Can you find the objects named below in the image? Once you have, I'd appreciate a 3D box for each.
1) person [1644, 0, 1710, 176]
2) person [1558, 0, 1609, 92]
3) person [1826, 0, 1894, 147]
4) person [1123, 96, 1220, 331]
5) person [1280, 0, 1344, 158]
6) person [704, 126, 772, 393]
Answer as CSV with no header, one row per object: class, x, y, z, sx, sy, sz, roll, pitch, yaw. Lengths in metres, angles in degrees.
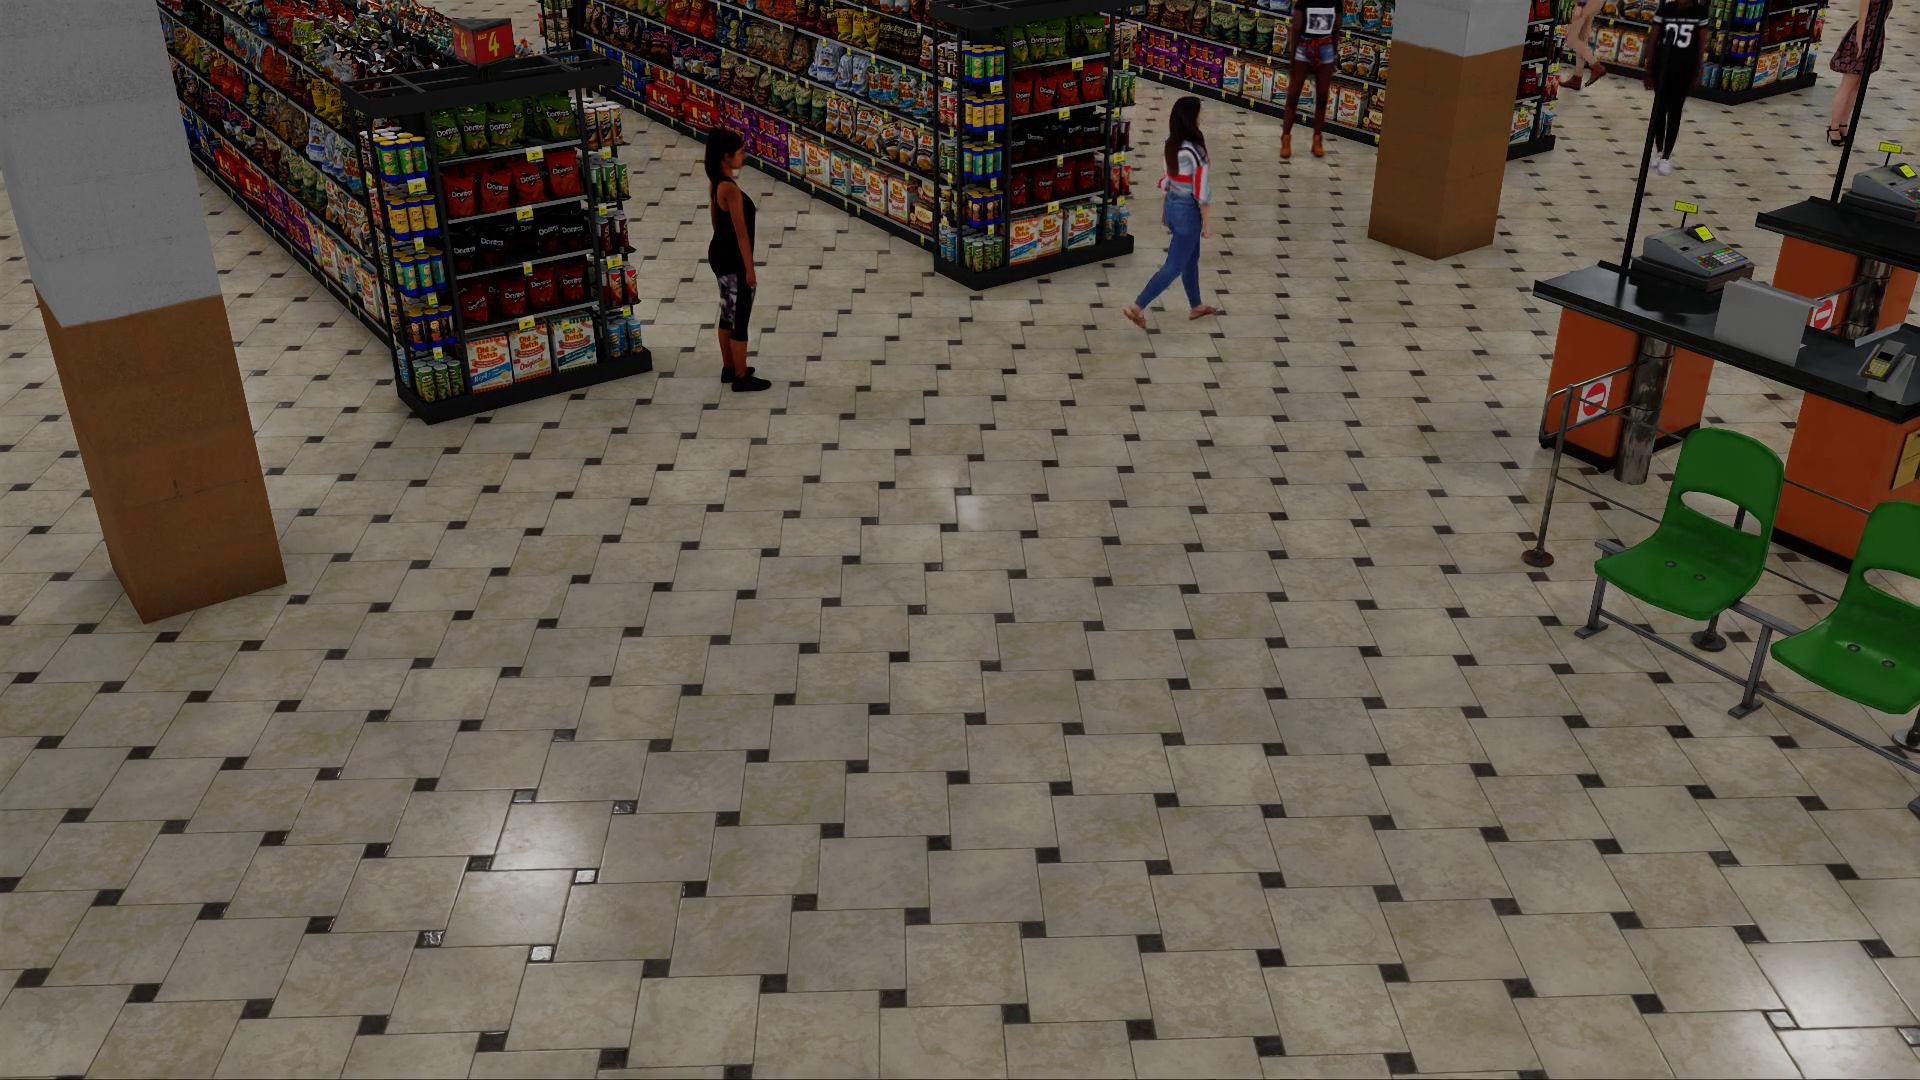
person,6.341,-4.172,14.794,0.895,1.710,0.887,14,32,24
person,6.584,-5.519,17.205,0.837,1.764,0.713,23,36,36
person,8.402,-4.579,15.472,0.672,1.775,0.675,-22,35,-34
person,1.445,-2.169,11.259,0.733,1.582,1.020,-15,32,-25
person,3.204,-4.356,15.121,0.721,1.721,0.757,0,29,0
person,-1.426,-1.754,10.403,0.658,1.674,0.472,-15,32,-25
